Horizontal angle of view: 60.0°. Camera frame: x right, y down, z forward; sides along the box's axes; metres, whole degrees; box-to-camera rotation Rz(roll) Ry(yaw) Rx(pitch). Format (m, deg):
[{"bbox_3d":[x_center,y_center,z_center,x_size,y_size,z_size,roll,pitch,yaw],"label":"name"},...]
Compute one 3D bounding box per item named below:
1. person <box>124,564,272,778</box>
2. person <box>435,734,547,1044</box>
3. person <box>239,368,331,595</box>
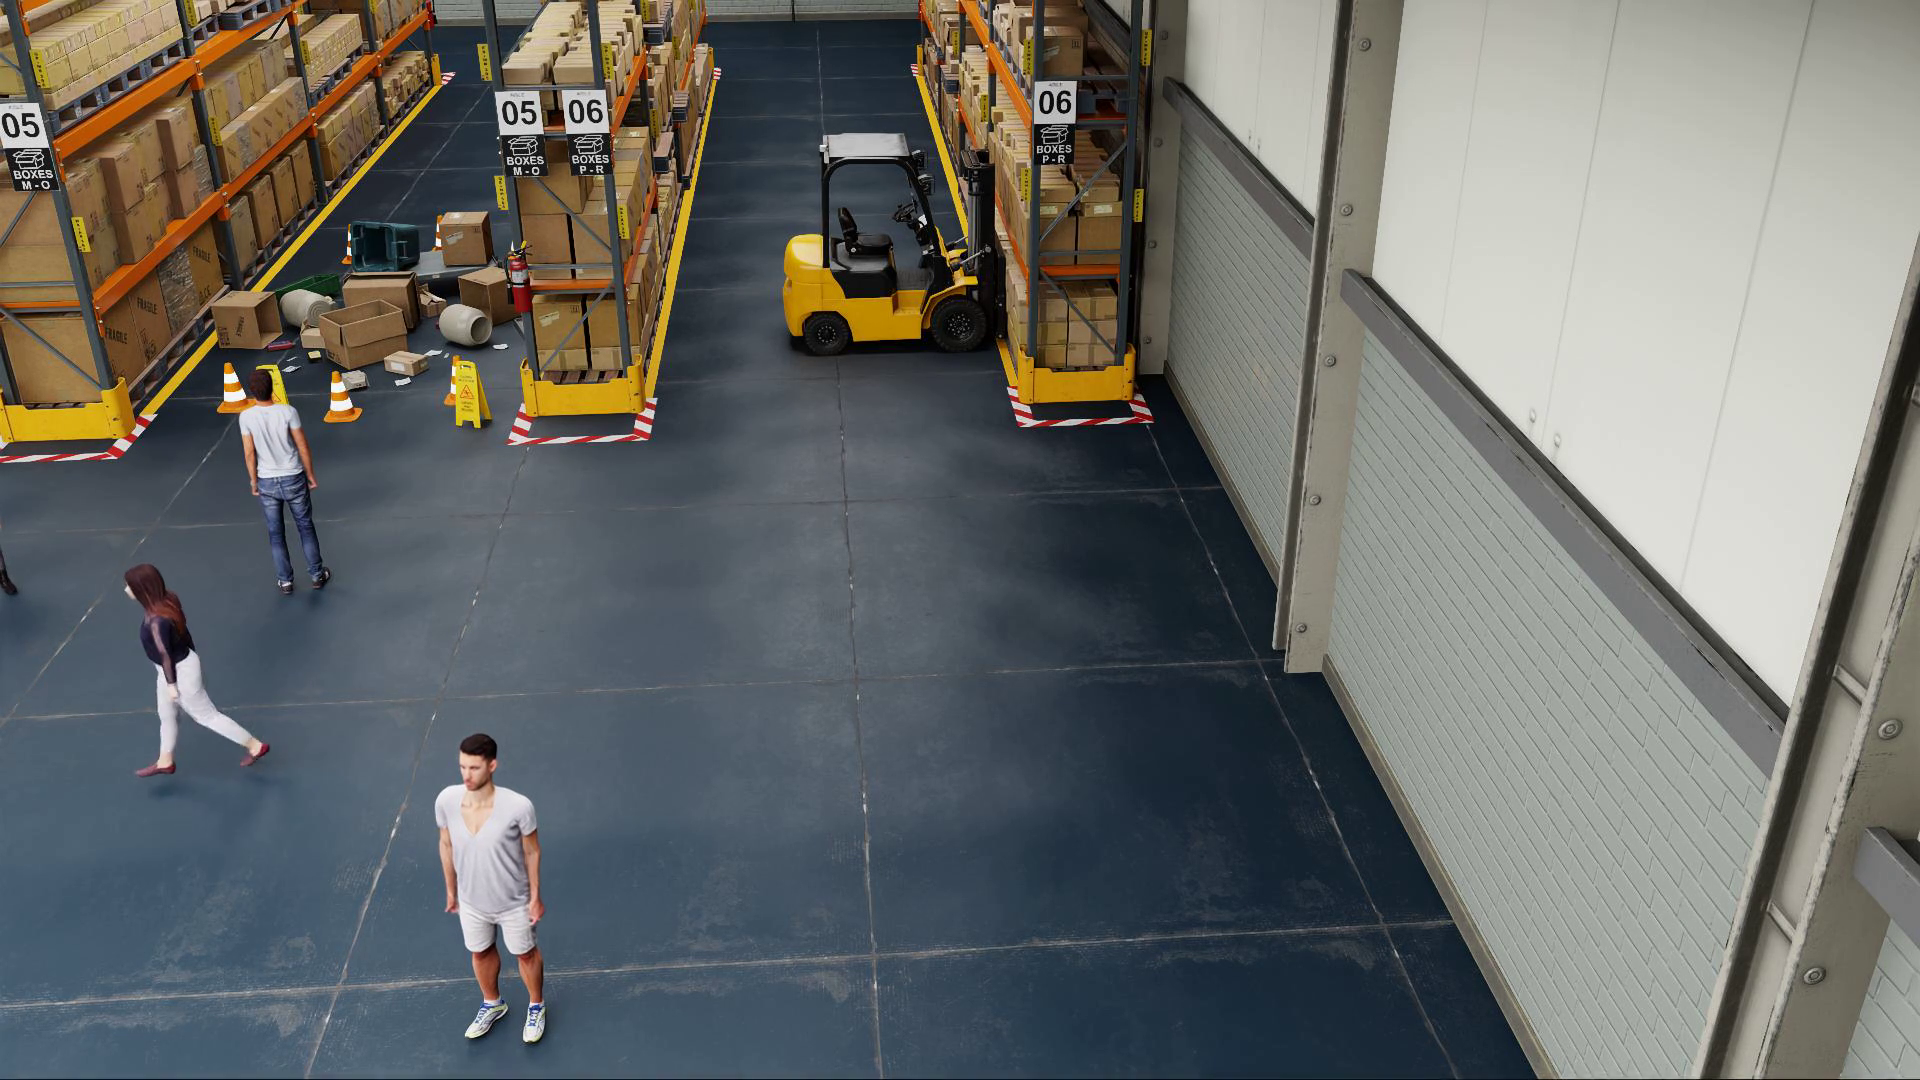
[{"bbox_3d":[-4.983,0.868,10.788,0.863,1.571,1.091,-7,28,-14],"label":"person"},{"bbox_3d":[-2.417,1.801,8.664,0.731,1.855,0.658,4,27,7],"label":"person"},{"bbox_3d":[-5.324,-0.466,13.055,0.695,1.866,0.632,-9,29,-18],"label":"person"}]
